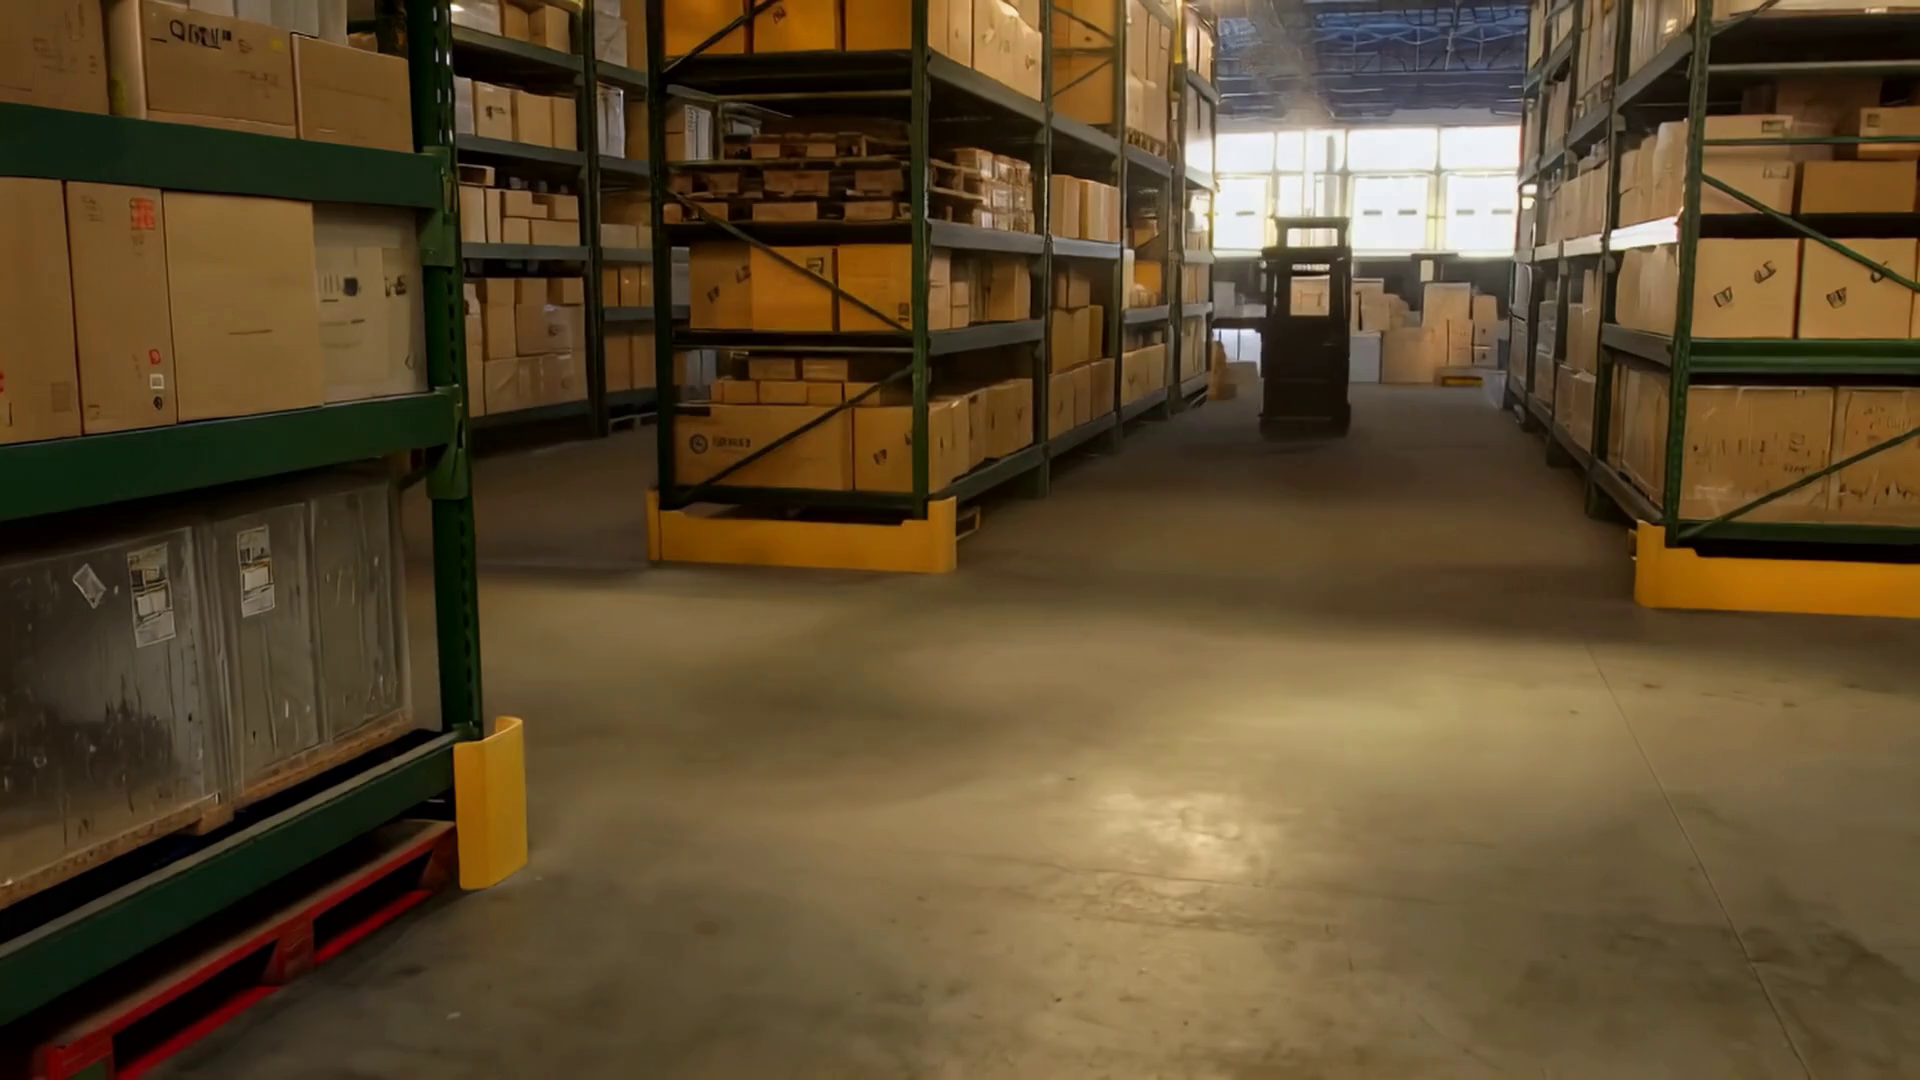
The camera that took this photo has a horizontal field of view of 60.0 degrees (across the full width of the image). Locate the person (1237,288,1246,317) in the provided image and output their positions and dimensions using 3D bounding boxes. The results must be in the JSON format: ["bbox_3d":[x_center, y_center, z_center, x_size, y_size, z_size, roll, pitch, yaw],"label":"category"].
[{"bbox_3d":[10.580,-8.625,62.361,0.402,1.673,0.571,4,10,22],"label":"person"}]

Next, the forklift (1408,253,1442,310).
[{"bbox_3d":[15.027,-7.866,53.745,1.129,2.768,1.873,-2,9,-13],"label":"forklift"}]

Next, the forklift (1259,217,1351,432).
[{"bbox_3d":[4.672,-2.906,22.238,1.129,2.768,1.873,2,9,15],"label":"forklift"}]

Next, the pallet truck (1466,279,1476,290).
[{"bbox_3d":[18.896,-8.459,60.307,1.885,1.965,0.823,5,10,31],"label":"pallet truck"}]

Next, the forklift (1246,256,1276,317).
[{"bbox_3d":[11.003,-8.927,60.490,1.129,2.768,1.873,2,9,15],"label":"forklift"}]
